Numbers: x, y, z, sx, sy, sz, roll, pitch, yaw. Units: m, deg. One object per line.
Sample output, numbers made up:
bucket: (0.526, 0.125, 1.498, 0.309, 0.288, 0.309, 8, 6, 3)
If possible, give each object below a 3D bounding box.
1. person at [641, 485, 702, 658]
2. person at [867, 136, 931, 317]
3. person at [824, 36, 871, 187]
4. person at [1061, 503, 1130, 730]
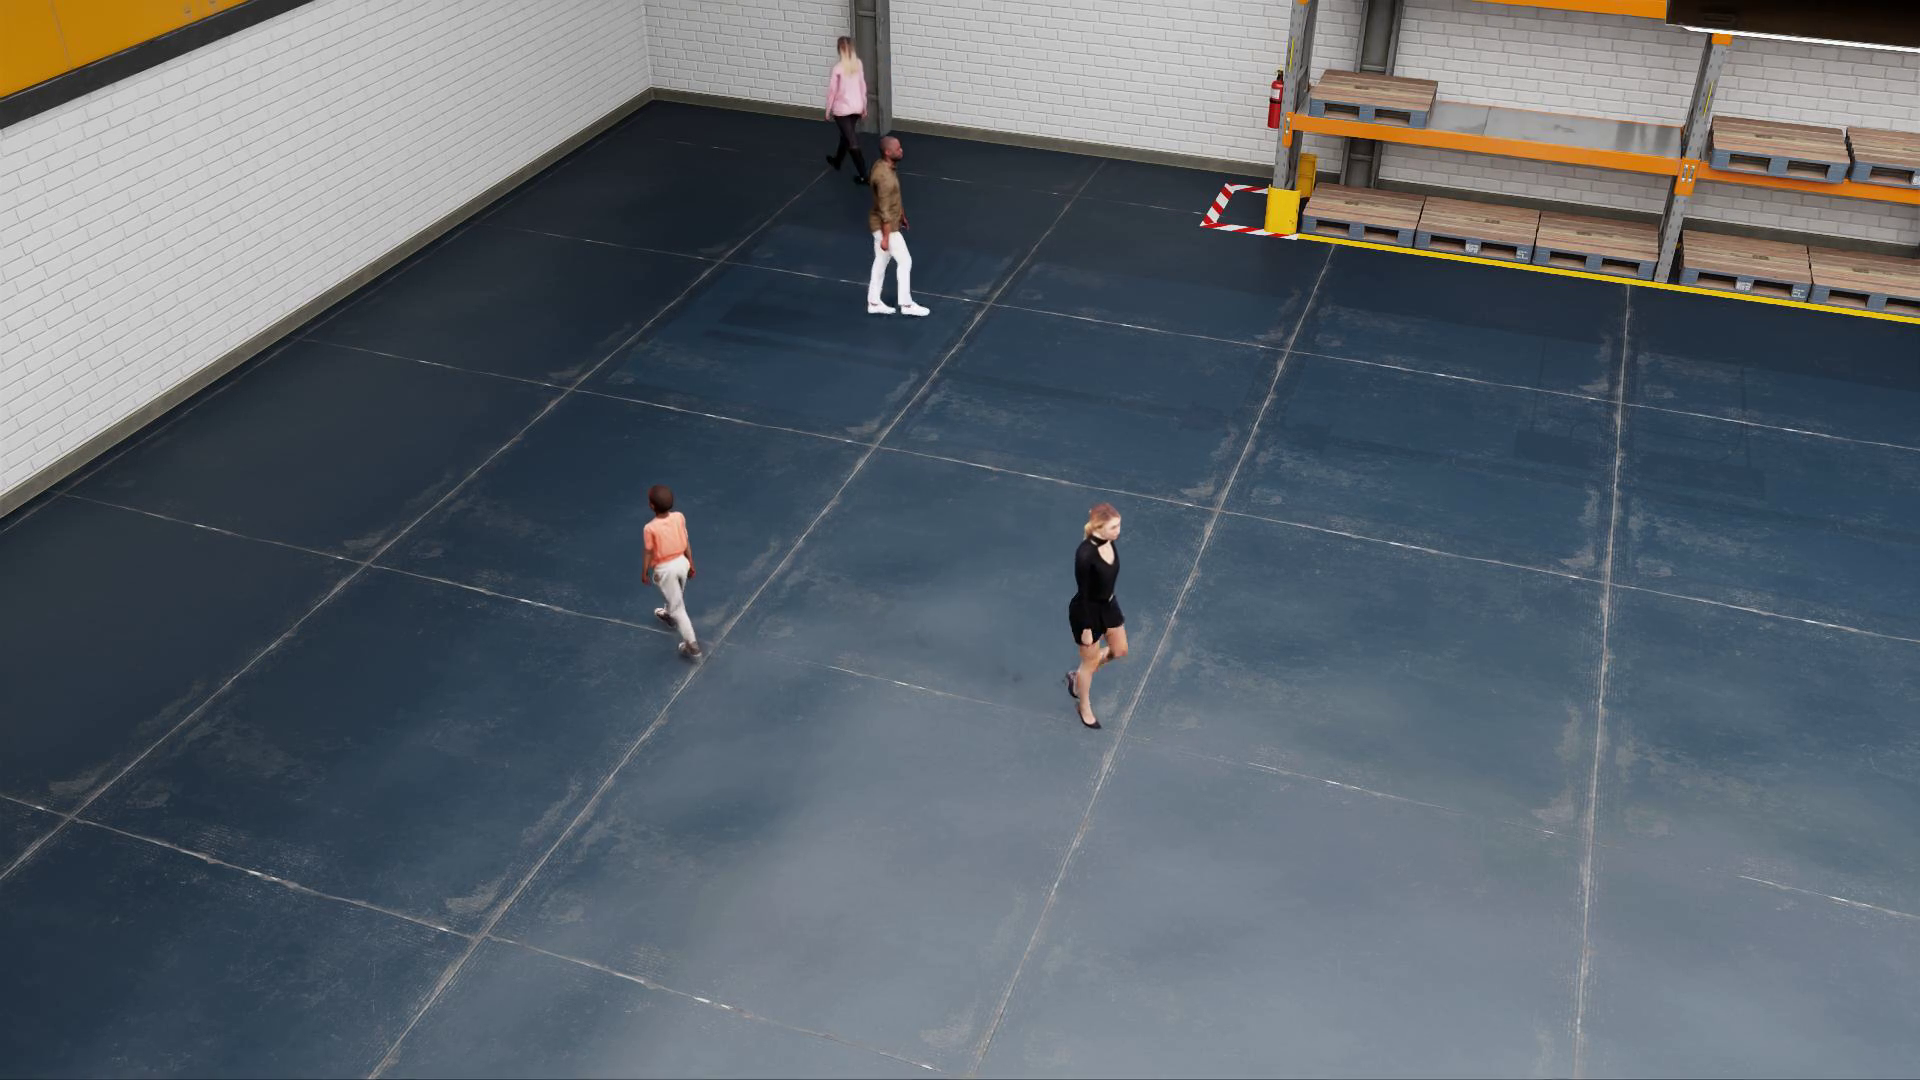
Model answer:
person: (-1.978, 0.234, 11.577, 0.774, 1.280, 0.960, -26, 41, -33)
person: (-0.783, -2.995, 15.958, 0.997, 1.808, 0.922, -4, 34, -7)
person: (-1.224, -4.825, 18.863, 0.956, 1.640, 1.175, -26, 41, -33)
person: (0.814, 0.475, 10.791, 0.747, 1.749, 0.676, 20, 39, 28)
